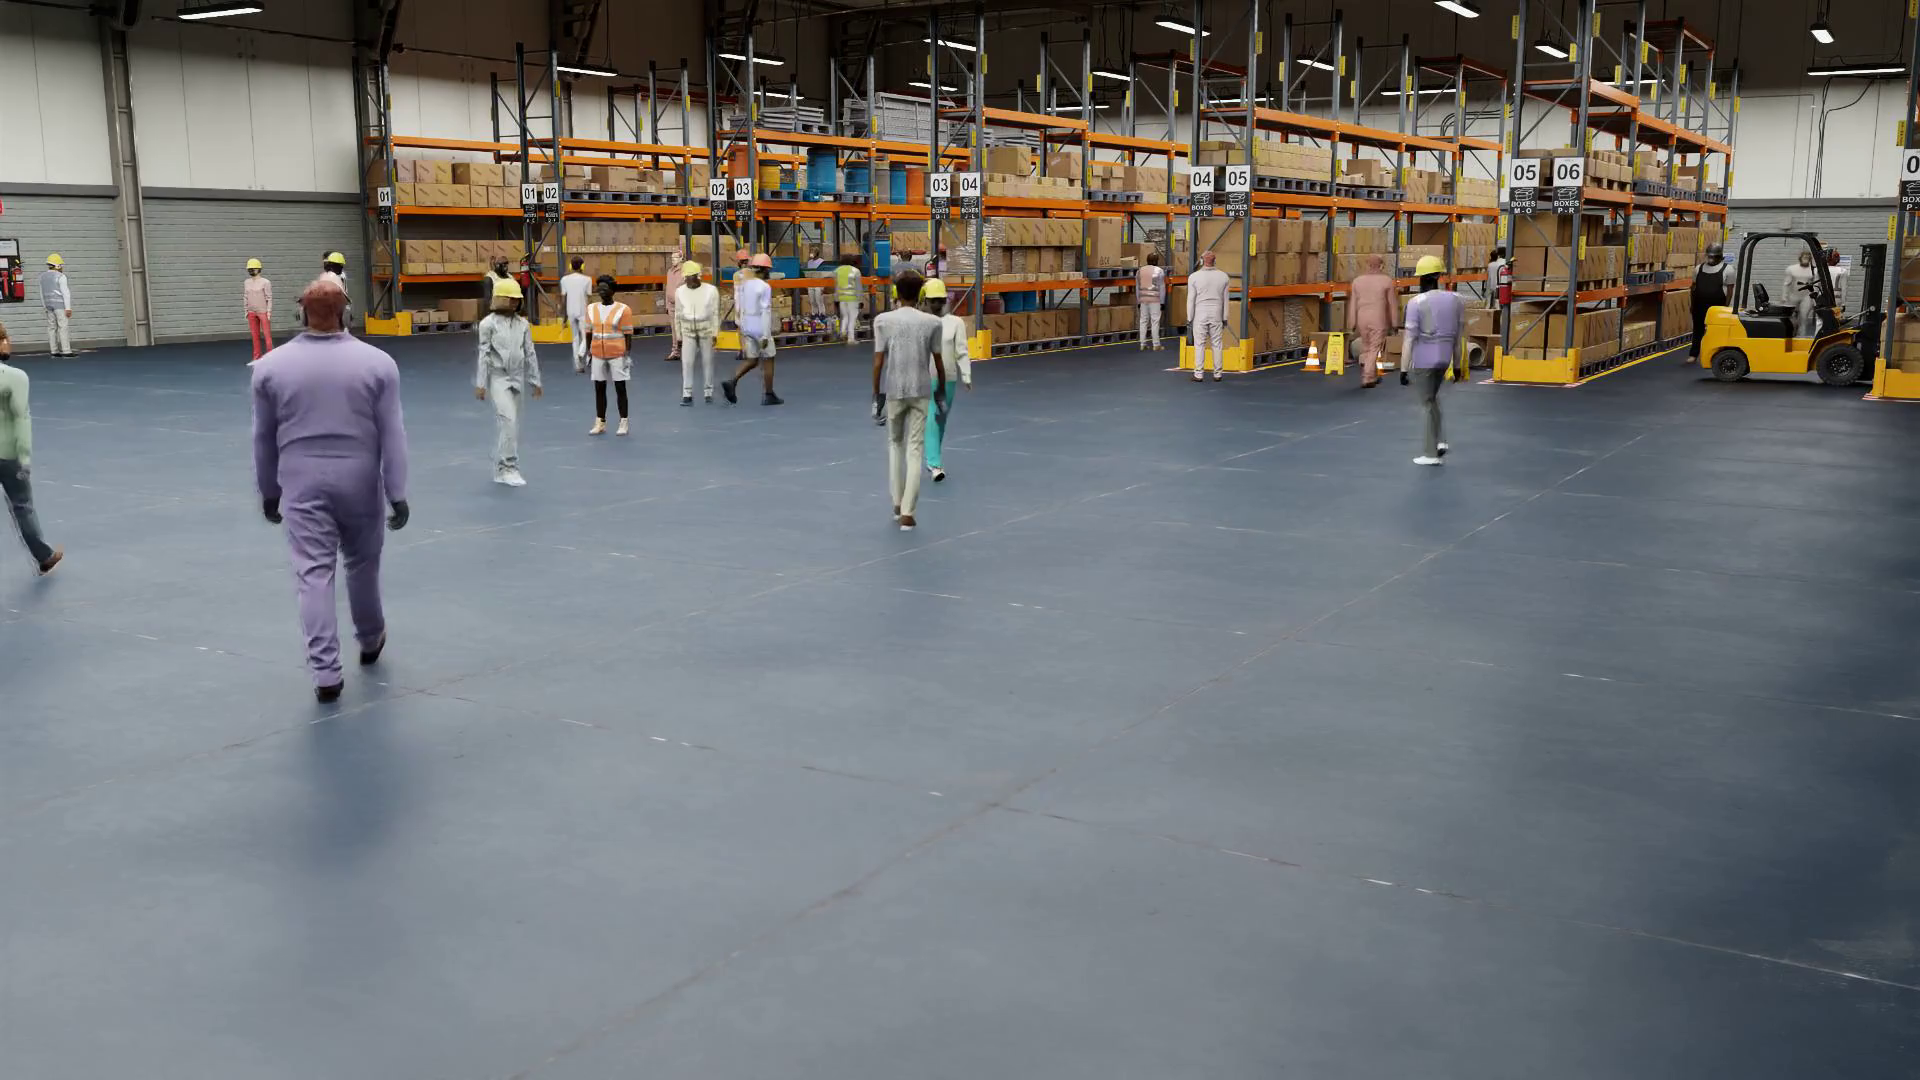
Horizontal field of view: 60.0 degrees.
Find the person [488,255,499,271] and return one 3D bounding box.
[{"bbox_3d":[-7.974,-4.083,29.164,0.617,1.827,0.510,-4,11,-22],"label":"person"}]

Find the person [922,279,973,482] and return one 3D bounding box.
[{"bbox_3d":[-0.188,-1.373,14.279,0.534,1.717,0.906,-3,11,-15],"label":"person"}]

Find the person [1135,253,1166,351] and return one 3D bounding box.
[{"bbox_3d":[3.618,-4.502,31.465,0.623,1.844,0.430,8,13,39],"label":"person"}]

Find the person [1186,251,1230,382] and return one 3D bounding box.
[{"bbox_3d":[3.612,-3.267,24.364,0.642,1.909,0.399,-2,10,-9],"label":"person"}]

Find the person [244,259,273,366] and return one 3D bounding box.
[{"bbox_3d":[-11.606,-3.756,27.497,0.527,1.768,0.313,3,10,15],"label":"person"}]

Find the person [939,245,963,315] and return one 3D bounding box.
[{"bbox_3d":[-0.221,-4.637,31.756,0.644,1.999,0.899,5,11,26],"label":"person"}]

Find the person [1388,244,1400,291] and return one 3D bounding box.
[{"bbox_3d":[10.452,-6.207,40.552,0.627,2.020,0.897,8,13,38],"label":"person"}]

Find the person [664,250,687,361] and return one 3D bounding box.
[{"bbox_3d":[-4.836,-4.028,28.626,0.639,1.910,0.407,7,12,33],"label":"person"}]

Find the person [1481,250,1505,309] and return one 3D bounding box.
[{"bbox_3d":[12.616,-5.920,39.368,0.512,1.860,0.331,3,10,14],"label":"person"}]

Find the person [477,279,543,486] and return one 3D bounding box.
[{"bbox_3d":[-3.706,-1.304,13.862,0.649,1.717,0.518,7,12,35],"label":"person"}]

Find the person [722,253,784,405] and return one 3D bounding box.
[{"bbox_3d":[-2.576,-2.607,20.686,0.768,1.907,0.546,-10,14,-43],"label":"person"}]

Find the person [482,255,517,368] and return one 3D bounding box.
[{"bbox_3d":[-7.271,-3.584,26.351,0.505,1.830,0.644,6,12,31],"label":"person"}]

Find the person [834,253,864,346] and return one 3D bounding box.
[{"bbox_3d":[-2.176,-4.757,32.932,0.651,1.824,0.459,7,12,34],"label":"person"}]

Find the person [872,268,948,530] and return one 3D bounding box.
[{"bbox_3d":[-0.354,-1.029,12.011,0.539,1.834,0.847,0,10,2],"label":"person"}]

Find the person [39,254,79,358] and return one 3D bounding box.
[{"bbox_3d":[-15.890,-4.111,29.294,0.591,1.833,0.404,4,11,20],"label":"person"}]

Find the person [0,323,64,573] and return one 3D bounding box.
[{"bbox_3d":[-5.637,-0.502,9.750,0.511,1.585,0.879,-1,10,-6],"label":"person"}]

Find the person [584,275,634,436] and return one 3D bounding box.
[{"bbox_3d":[-3.695,-1.944,17.534,0.564,1.698,0.318,2,10,11],"label":"person"}]

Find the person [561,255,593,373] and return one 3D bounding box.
[{"bbox_3d":[-5.935,-3.479,25.745,0.515,1.844,0.644,0,10,2],"label":"person"}]

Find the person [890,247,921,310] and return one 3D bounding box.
[{"bbox_3d":[-1.037,-4.711,32.363,0.631,1.940,0.372,3,11,19],"label":"person"}]

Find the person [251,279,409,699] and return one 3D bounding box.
[{"bbox_3d":[-2.880,-0.260,7.655,0.669,1.850,0.980,-3,10,-15],"label":"person"}]

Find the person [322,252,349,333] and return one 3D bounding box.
[{"bbox_3d":[-9.986,-3.596,26.267,0.840,1.887,0.595,-9,13,-41],"label":"person"}]

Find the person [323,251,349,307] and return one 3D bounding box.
[{"bbox_3d":[-10.359,-3.865,27.762,0.751,1.891,0.624,-8,13,-38],"label":"person"}]

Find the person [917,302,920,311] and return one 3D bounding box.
[{"bbox_3d":[-1.003,-4.628,32.866,0.880,1.580,0.507,-1,10,-7],"label":"person"}]

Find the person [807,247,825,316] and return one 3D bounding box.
[{"bbox_3d":[-3.430,-6.011,39.643,0.370,1.941,0.627,-10,14,-44],"label":"person"}]

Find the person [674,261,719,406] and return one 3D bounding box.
[{"bbox_3d":[-3.308,-2.563,20.761,0.572,1.793,0.713,0,10,2],"label":"person"}]

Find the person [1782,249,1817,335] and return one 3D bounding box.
[{"bbox_3d":[16.241,-4.647,32.111,0.637,1.911,0.881,6,12,31],"label":"person"}]

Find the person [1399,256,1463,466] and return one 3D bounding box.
[{"bbox_3d":[4.281,-1.628,15.174,0.614,1.903,0.484,-5,11,-25],"label":"person"}]

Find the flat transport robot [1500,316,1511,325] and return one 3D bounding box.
[{"bbox_3d":[13.270,-5.397,40.876,0.652,0.197,1.431,3,11,16],"label":"flat transport robot"}]

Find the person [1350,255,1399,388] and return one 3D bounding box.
[{"bbox_3d":[5.872,-3.083,23.493,0.658,1.853,0.973,9,13,41],"label":"person"}]

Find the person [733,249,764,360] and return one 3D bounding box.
[{"bbox_3d":[-3.638,-4.034,28.629,0.563,1.918,0.619,-9,14,-41],"label":"person"}]

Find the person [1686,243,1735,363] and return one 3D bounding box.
[{"bbox_3d":[12.601,-3.977,27.964,0.674,2.000,0.535,8,13,39],"label":"person"}]

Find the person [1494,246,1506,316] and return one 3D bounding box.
[{"bbox_3d":[13.637,-6.430,41.978,0.436,1.939,0.634,-7,13,-36],"label":"person"}]

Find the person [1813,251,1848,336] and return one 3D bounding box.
[{"bbox_3d":[15.845,-4.315,30.298,0.575,1.884,0.355,10,14,44],"label":"person"}]
